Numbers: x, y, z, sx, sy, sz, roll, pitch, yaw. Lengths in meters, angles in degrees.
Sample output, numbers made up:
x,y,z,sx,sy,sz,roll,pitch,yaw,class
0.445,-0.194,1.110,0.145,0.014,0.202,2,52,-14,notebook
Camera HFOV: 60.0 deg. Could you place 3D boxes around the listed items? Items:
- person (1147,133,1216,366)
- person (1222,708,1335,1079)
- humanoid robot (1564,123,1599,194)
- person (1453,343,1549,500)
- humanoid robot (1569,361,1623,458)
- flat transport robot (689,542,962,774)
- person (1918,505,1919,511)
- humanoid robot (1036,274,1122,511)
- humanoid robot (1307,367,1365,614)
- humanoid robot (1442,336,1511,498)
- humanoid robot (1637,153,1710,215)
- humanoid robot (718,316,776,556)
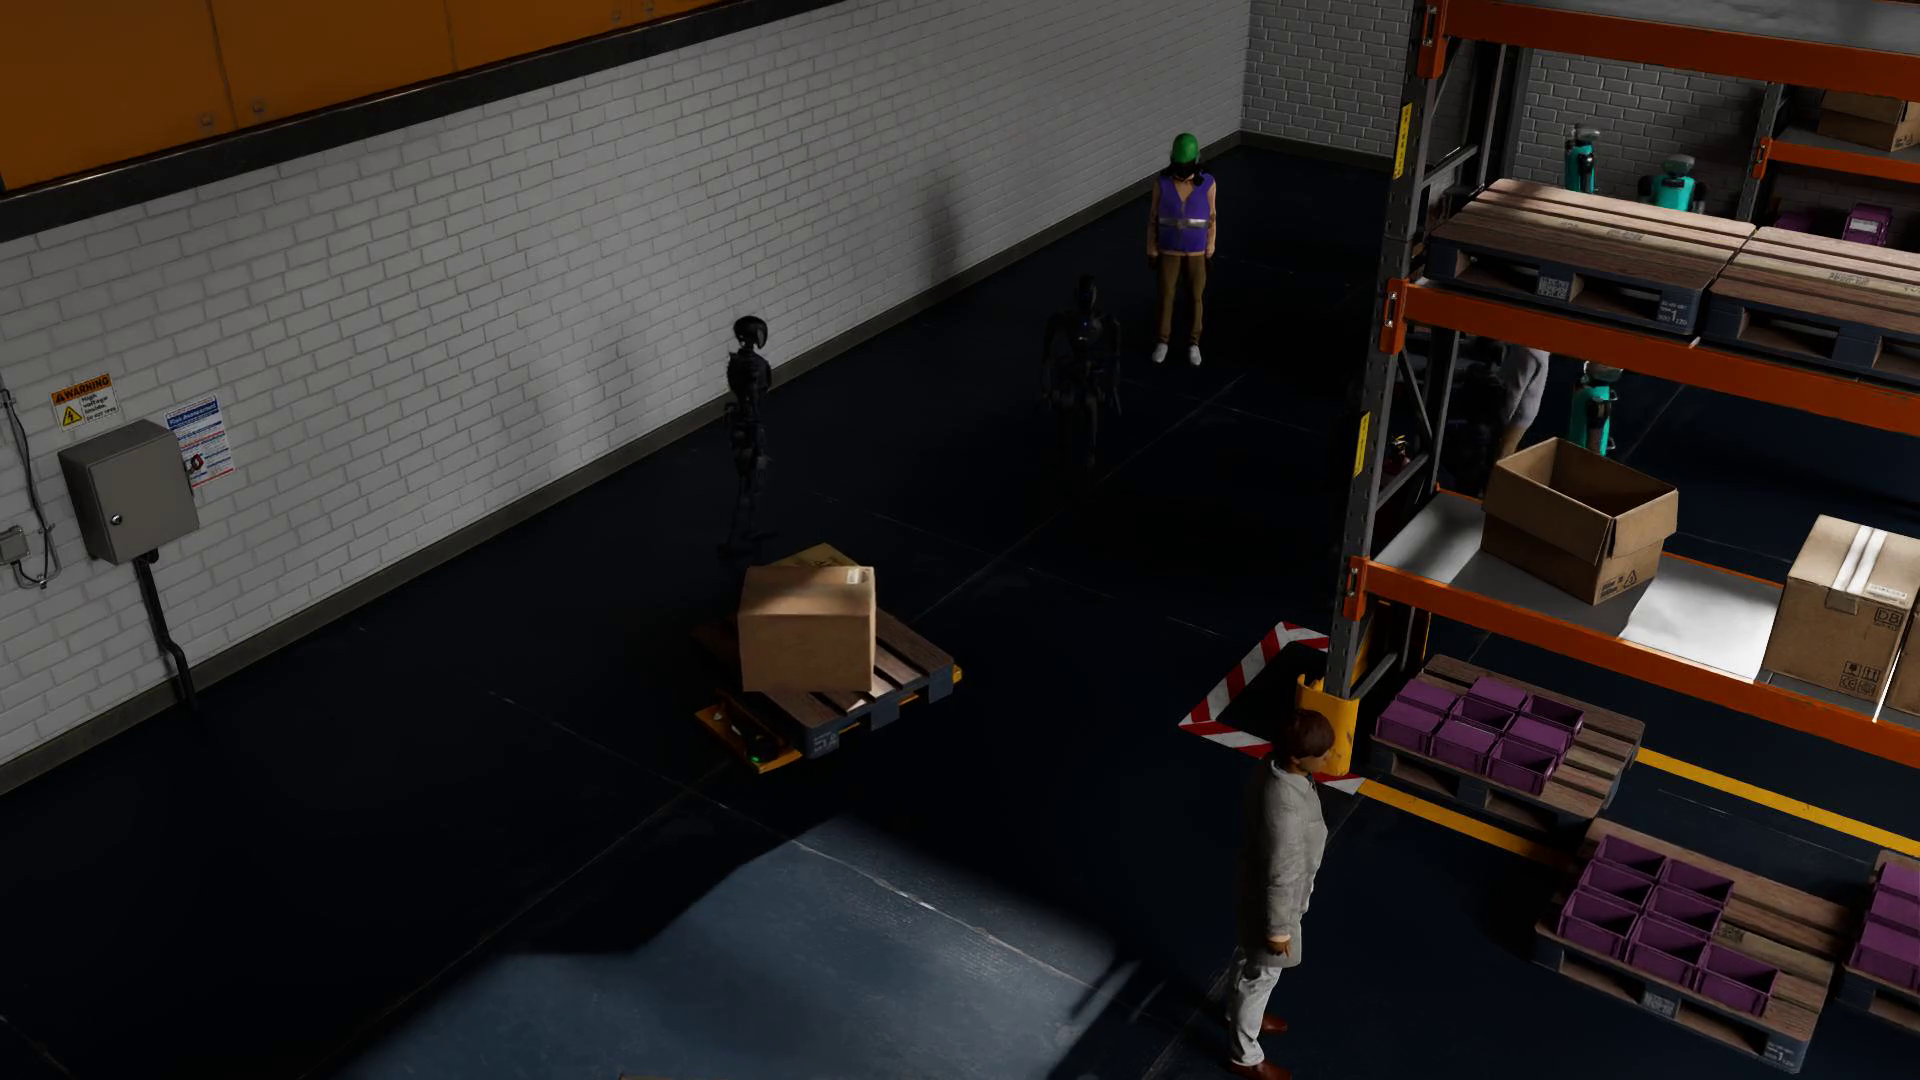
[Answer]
x,y,z,sx,sy,sz,roll,pitch,yaw,class
1.791,-2.363,13.491,0.550,1.919,0.431,3,30,6,person
1.323,1.472,6.926,0.361,1.827,0.514,4,30,7,person
5.460,-2.658,14.210,0.812,1.791,0.534,2,30,3,humanoid robot
3.723,-0.904,11.153,0.627,1.712,0.580,10,31,16,person
3.936,-0.251,10.044,0.693,1.821,0.534,5,30,9,humanoid robot
-0.744,0.857,9.553,1.431,0.231,0.659,-23,37,-34,flat transport robot
6.838,-0.937,11.069,0.390,1.870,0.559,-4,30,-7,person
0.831,-1.078,11.551,0.602,1.628,0.783,0,30,0,humanoid robot
2.381,-0.326,10.198,0.499,1.636,0.599,-5,30,-8,humanoid robot
3.275,-0.548,10.583,0.445,1.641,0.596,-4,30,-7,humanoid robot
5.540,-2.125,13.272,0.565,1.769,0.883,15,33,24,humanoid robot
-1.426,-0.682,10.828,0.439,1.640,0.600,-9,31,-15,humanoid robot
